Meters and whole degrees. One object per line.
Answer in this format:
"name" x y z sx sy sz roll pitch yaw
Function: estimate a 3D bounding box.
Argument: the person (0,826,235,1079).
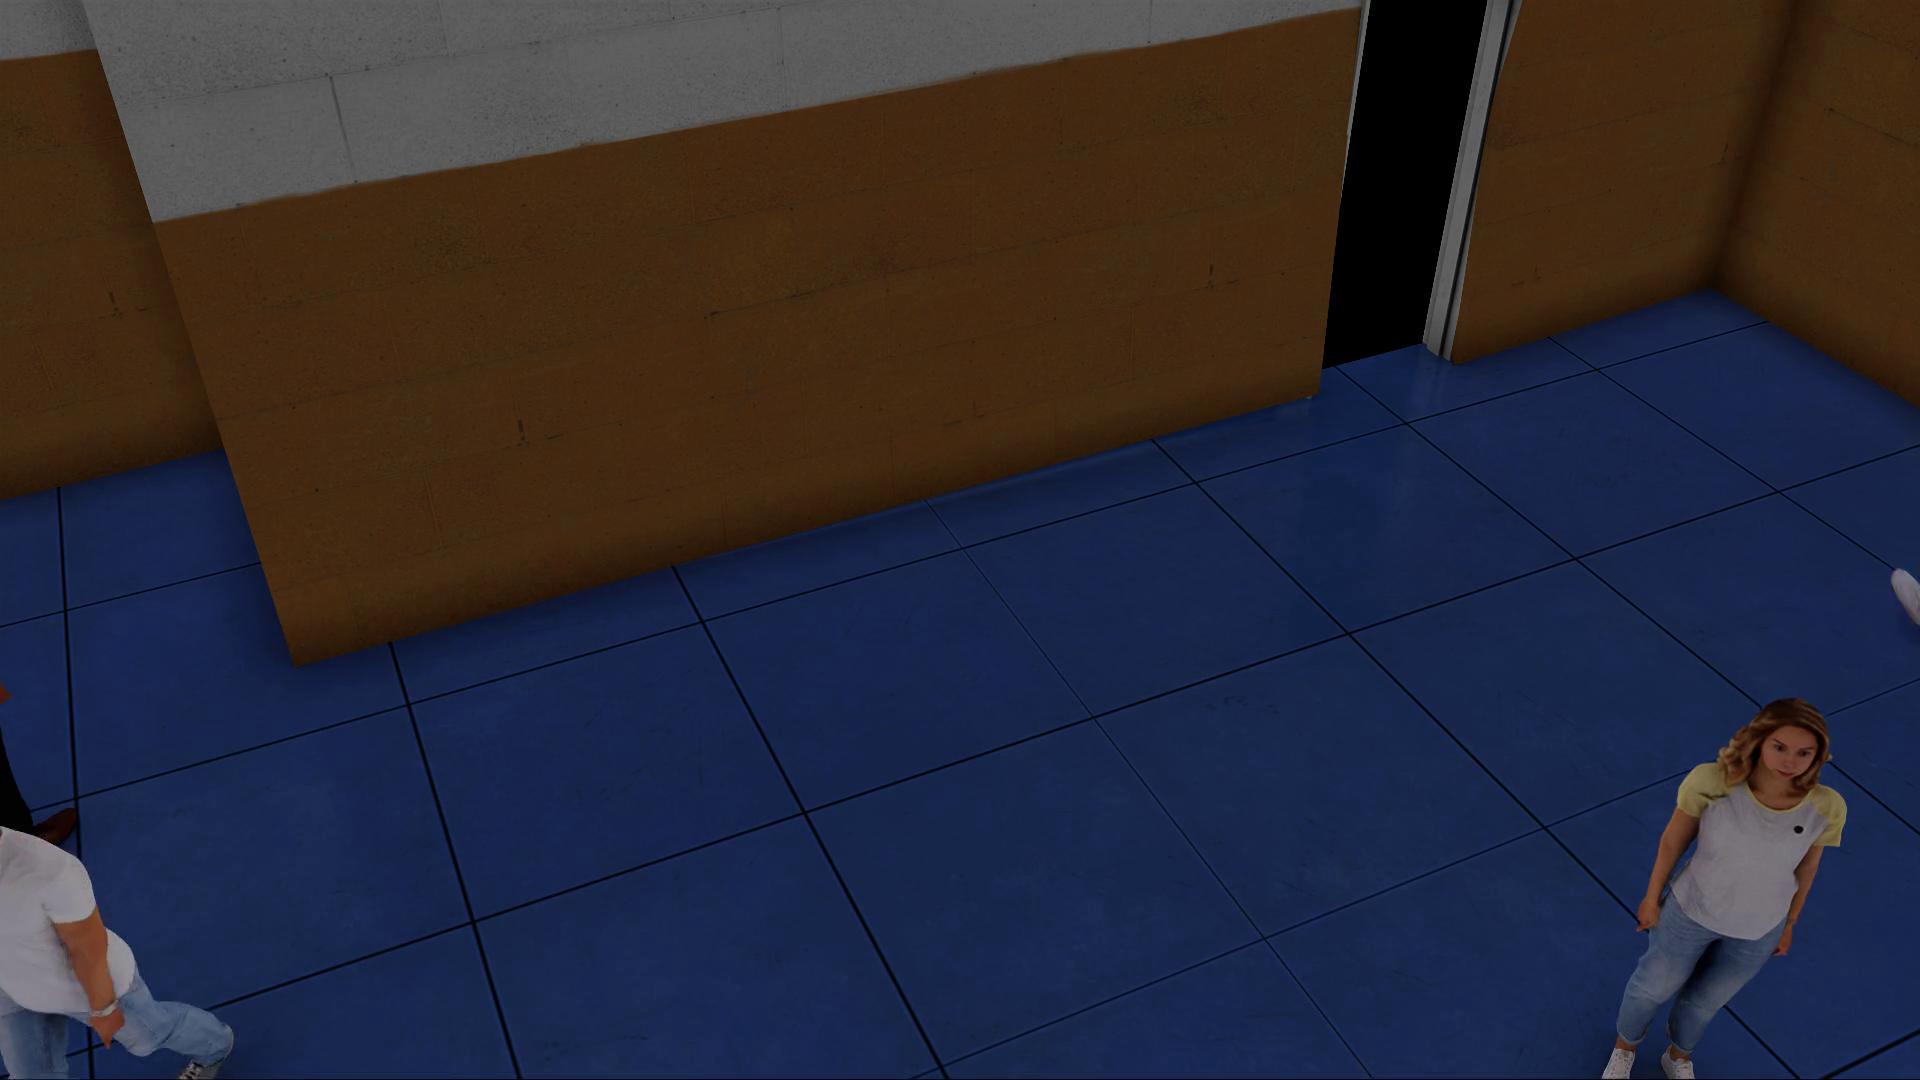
"person" -2.636 1.261 5.027 1.202 1.790 1.310 11 38 14

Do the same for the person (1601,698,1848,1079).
"person" 2.378 1.156 5.210 0.714 1.723 0.746 8 38 10
